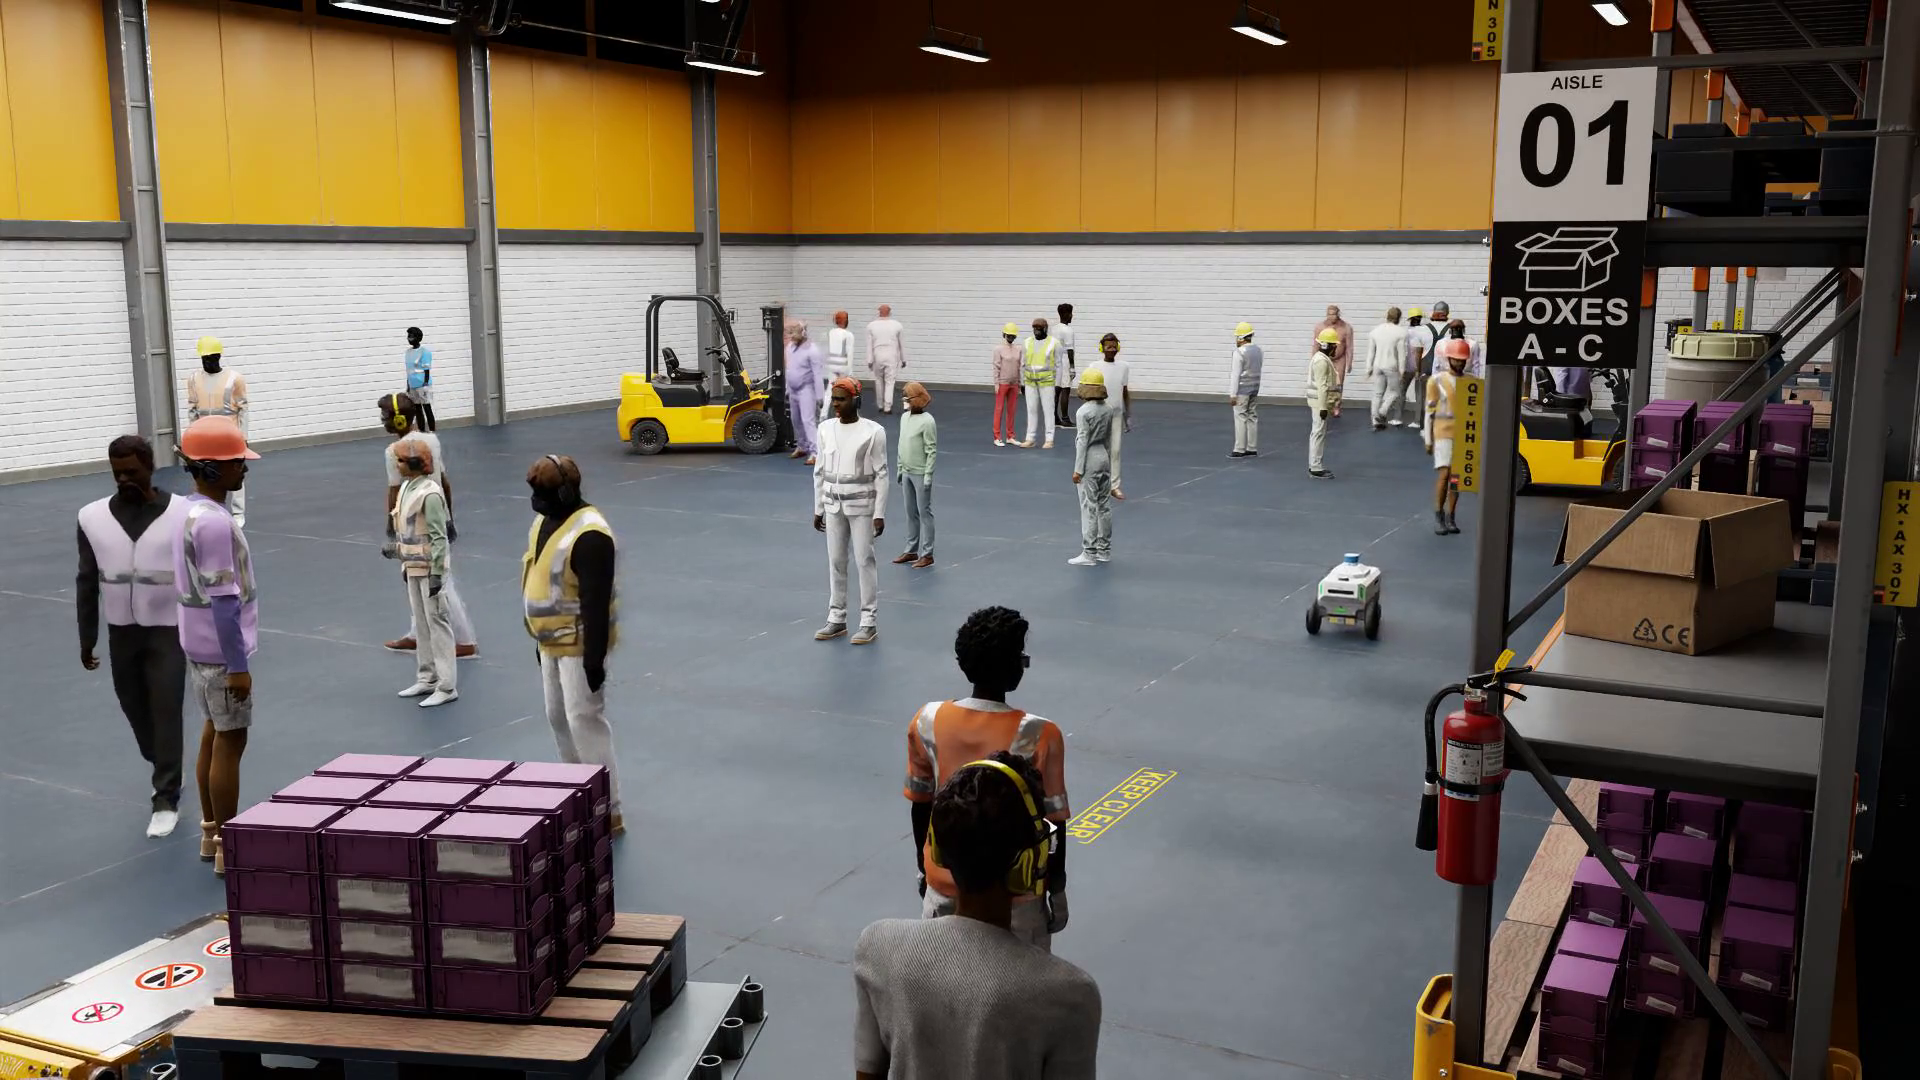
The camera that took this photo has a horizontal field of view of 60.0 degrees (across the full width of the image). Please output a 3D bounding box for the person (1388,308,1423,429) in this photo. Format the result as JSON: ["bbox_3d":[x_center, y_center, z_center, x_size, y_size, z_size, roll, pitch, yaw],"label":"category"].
[{"bbox_3d":[7.108,-2.709,26.189,0.624,1.882,0.768,-3,10,-17],"label":"person"}]

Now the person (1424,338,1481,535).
[{"bbox_3d":[4.837,-0.990,16.160,0.552,1.921,0.615,-1,10,-6],"label":"person"}]

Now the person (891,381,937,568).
[{"bbox_3d":[-0.390,-0.572,14.567,0.285,1.633,0.498,-7,12,-35],"label":"person"}]

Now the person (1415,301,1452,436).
[{"bbox_3d":[7.164,-2.562,24.908,0.688,2.000,0.536,3,10,19],"label":"person"}]

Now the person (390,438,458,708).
[{"bbox_3d":[-3.261,0.194,10.120,0.314,1.636,0.516,-7,12,-37],"label":"person"}]

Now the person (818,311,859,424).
[{"bbox_3d":[-1.916,-2.717,26.432,0.577,1.840,1.007,6,11,30],"label":"person"}]

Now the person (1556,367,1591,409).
[{"bbox_3d":[7.599,-1.766,20.595,0.633,1.938,0.356,-7,12,-36],"label":"person"}]

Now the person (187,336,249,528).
[{"bbox_3d":[-7.375,-1.060,16.538,0.590,1.926,0.388,0,10,3],"label":"person"}]

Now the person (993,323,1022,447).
[{"bbox_3d":[0.694,-2.214,23.706,0.523,1.762,0.328,-7,12,-37],"label":"person"}]

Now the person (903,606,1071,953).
[{"bbox_3d":[0.091,1.036,5.061,0.541,1.698,0.316,5,11,27],"label":"person"}]

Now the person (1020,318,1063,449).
[{"bbox_3d":[1.126,-2.199,23.384,0.633,1.841,0.429,5,11,26],"label":"person"}]

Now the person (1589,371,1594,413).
[{"bbox_3d":[10.112,-2.890,27.113,0.550,1.933,0.373,-2,10,-14],"label":"person"}]

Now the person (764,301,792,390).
[{"bbox_3d":[-3.275,-3.426,30.401,0.645,1.885,0.727,8,13,40],"label":"person"}]

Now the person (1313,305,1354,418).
[{"bbox_3d":[6.218,-2.971,27.720,0.673,1.877,0.549,2,10,14],"label":"person"}]

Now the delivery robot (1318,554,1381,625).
[{"bbox_3d":[2.839,0.344,12.110,0.477,0.478,0.707,4,11,23],"label":"delivery robot"}]

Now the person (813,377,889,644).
[{"bbox_3d":[-0.782,-0.208,11.733,0.587,1.882,0.342,5,11,29],"label":"person"}]

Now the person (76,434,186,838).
[{"bbox_3d":[-3.943,0.423,8.065,0.605,1.894,0.807,-2,10,-9],"label":"person"}]

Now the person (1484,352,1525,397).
[{"bbox_3d":[7.020,-1.834,21.356,0.561,1.822,0.682,9,14,44],"label":"person"}]

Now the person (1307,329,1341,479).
[{"bbox_3d":[4.447,-1.668,20.341,0.403,1.827,0.599,2,10,9],"label":"person"}]

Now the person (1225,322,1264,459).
[{"bbox_3d":[3.803,-1.993,22.259,0.609,1.827,0.403,-10,14,-44],"label":"person"}]

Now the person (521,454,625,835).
[{"bbox_3d":[-1.836,0.495,7.865,0.432,1.823,0.640,-6,12,-33],"label":"person"}]

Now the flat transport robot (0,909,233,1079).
[{"bbox_3d":[-2.785,1.631,5.748,0.652,0.197,1.431,4,11,22],"label":"flat transport robot"}]

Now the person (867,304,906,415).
[{"bbox_3d":[-1.246,-3.098,28.535,0.649,1.861,0.976,1,10,7],"label":"person"}]

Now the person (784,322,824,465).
[{"bbox_3d":[-2.041,-1.936,21.865,0.554,1.855,0.814,-8,13,-40],"label":"person"}]

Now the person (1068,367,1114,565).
[{"bbox_3d":[1.157,-0.650,14.698,0.295,1.743,0.493,8,12,38],"label":"person"}]

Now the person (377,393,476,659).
[{"bbox_3d":[-3.661,-0.084,11.189,0.787,1.820,0.547,2,10,10],"label":"person"}]

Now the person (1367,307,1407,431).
[{"bbox_3d":[6.597,-2.637,25.688,0.439,1.917,0.728,-9,13,-41],"label":"person"}]

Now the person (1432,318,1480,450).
[{"bbox_3d":[6.887,-2.159,23.150,0.633,1.841,0.429,3,10,19],"label":"person"}]

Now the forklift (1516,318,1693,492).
[{"bbox_3d":[7.066,-1.601,18.899,2.313,2.155,1.214,5,11,27],"label":"forklift"}]

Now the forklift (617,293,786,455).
[{"bbox_3d":[-3.588,-2.317,23.042,2.313,2.155,1.214,-1,10,-5],"label":"forklift"}]

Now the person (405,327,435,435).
[{"bbox_3d":[-7.808,-2.231,23.997,0.534,1.691,0.320,7,12,37],"label":"person"}]

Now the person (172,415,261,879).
[{"bbox_3d":[-3.239,0.467,7.361,0.376,2.042,0.615,-7,12,-34],"label":"person"}]

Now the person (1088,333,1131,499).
[{"bbox_3d":[1.666,-1.370,18.526,0.526,1.869,0.349,-3,10,-18],"label":"person"}]

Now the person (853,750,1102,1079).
[{"bbox_3d":[0.044,1.299,3.050,0.533,1.869,0.311,5,11,27],"label":"person"}]

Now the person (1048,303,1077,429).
[{"bbox_3d":[1.624,-2.731,26.098,0.368,1.967,0.600,-5,11,-28],"label":"person"}]
